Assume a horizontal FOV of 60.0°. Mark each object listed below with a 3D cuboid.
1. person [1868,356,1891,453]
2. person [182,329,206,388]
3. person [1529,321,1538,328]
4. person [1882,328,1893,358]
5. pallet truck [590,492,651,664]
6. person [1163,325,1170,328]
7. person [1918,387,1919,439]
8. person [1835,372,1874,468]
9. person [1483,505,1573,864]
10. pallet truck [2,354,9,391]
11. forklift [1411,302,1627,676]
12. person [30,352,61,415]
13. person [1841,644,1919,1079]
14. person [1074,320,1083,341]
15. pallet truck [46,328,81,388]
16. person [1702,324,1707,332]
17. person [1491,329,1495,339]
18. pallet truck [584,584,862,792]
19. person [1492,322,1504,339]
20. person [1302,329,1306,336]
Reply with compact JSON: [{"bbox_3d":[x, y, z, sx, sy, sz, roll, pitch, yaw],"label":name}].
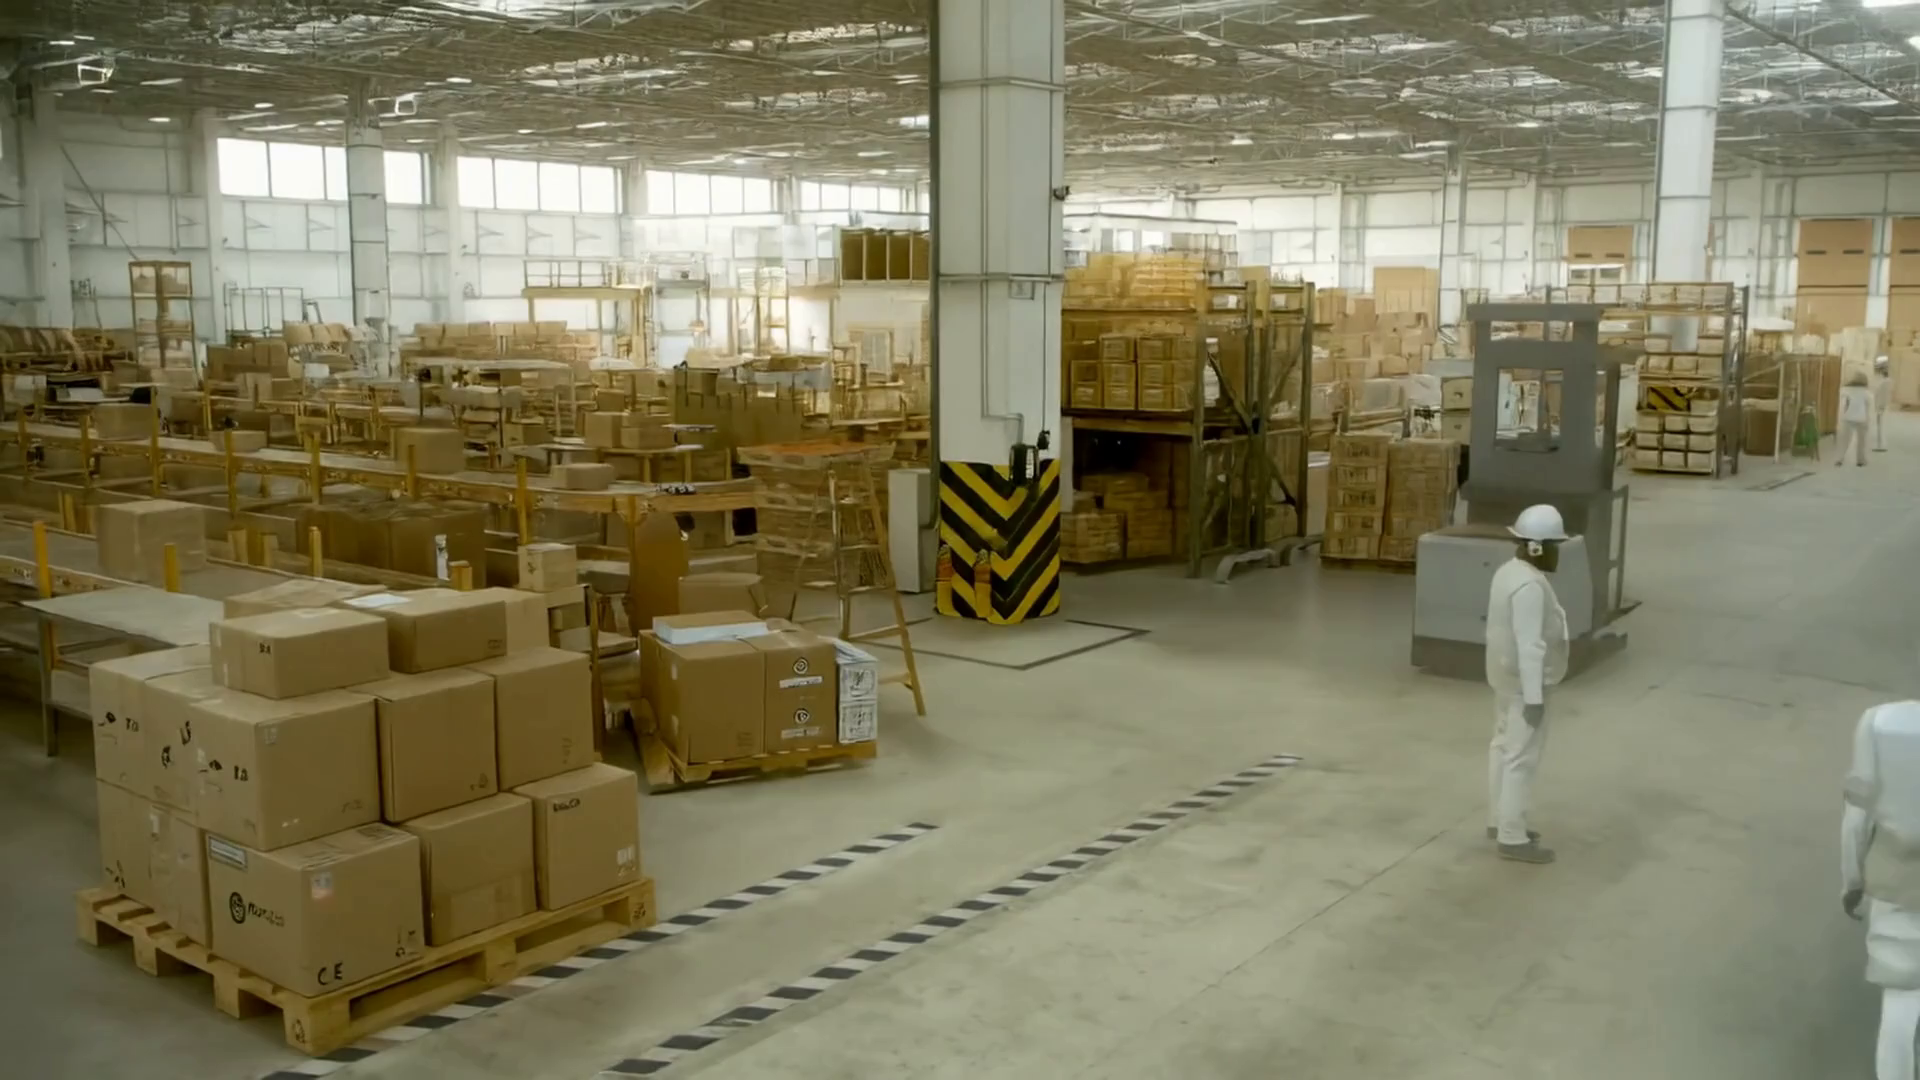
[{"bbox_3d":[16.732,-2.460,30.253,0.345,1.756,0.518,3,9,19],"label":"person"},{"bbox_3d":[-22.845,-5.380,49.597,0.653,1.853,0.990,-3,9,-21],"label":"person"},{"bbox_3d":[26.290,-9.321,76.216,0.429,1.842,0.635,1,8,4],"label":"person"},{"bbox_3d":[27.112,-5.254,48.706,0.328,1.872,0.515,5,10,29],"label":"person"},{"bbox_3d":[-3.115,0.344,12.883,0.653,1.274,1.630,7,11,37],"label":"pallet truck"},{"bbox_3d":[6.481,-6.014,53.816,0.683,1.888,0.371,2,9,16],"label":"person"},{"bbox_3d":[17.469,-2.392,29.841,0.545,1.739,0.657,3,9,18],"label":"person"},{"bbox_3d":[14.736,-1.963,27.428,0.735,1.611,0.508,-7,11,-38],"label":"person"},{"bbox_3d":[2.907,0.724,8.541,0.403,1.827,0.600,1,9,8],"label":"person"},{"bbox_3d":[-24.881,-4.417,42.634,1.885,1.965,0.823,8,11,41],"label":"pallet truck"},{"bbox_3d":[4.379,-0.438,12.852,1.129,2.768,1.873,7,11,37],"label":"forklift"},{"bbox_3d":[-20.278,-3.581,36.966,0.614,2.017,0.935,-1,9,-8],"label":"person"},{"bbox_3d":[3.260,1.129,5.547,0.570,1.905,0.875,6,10,33],"label":"person"},{"bbox_3d":[4.813,-7.877,66.503,0.972,1.836,0.599,6,11,37],"label":"person"},{"bbox_3d":[-23.775,-4.544,43.495,1.885,1.965,0.823,6,10,35],"label":"pallet truck"},{"bbox_3d":[26.492,-6.800,59.329,0.663,1.802,0.889,0,8,3],"label":"person"},{"bbox_3d":[13.769,-4.545,43.509,0.381,1.994,0.614,1,9,10],"label":"person"},{"bbox_3d":[-1.426,0.805,10.019,1.601,1.201,0.680,-4,9,-26],"label":"pallet truck"},{"bbox_3d":[18.179,-6.425,56.487,0.545,1.912,0.632,3,9,21],"label":"person"},{"bbox_3d":[17.735,-10.610,84.696,0.804,1.897,0.621,5,10,31],"label":"person"}]
